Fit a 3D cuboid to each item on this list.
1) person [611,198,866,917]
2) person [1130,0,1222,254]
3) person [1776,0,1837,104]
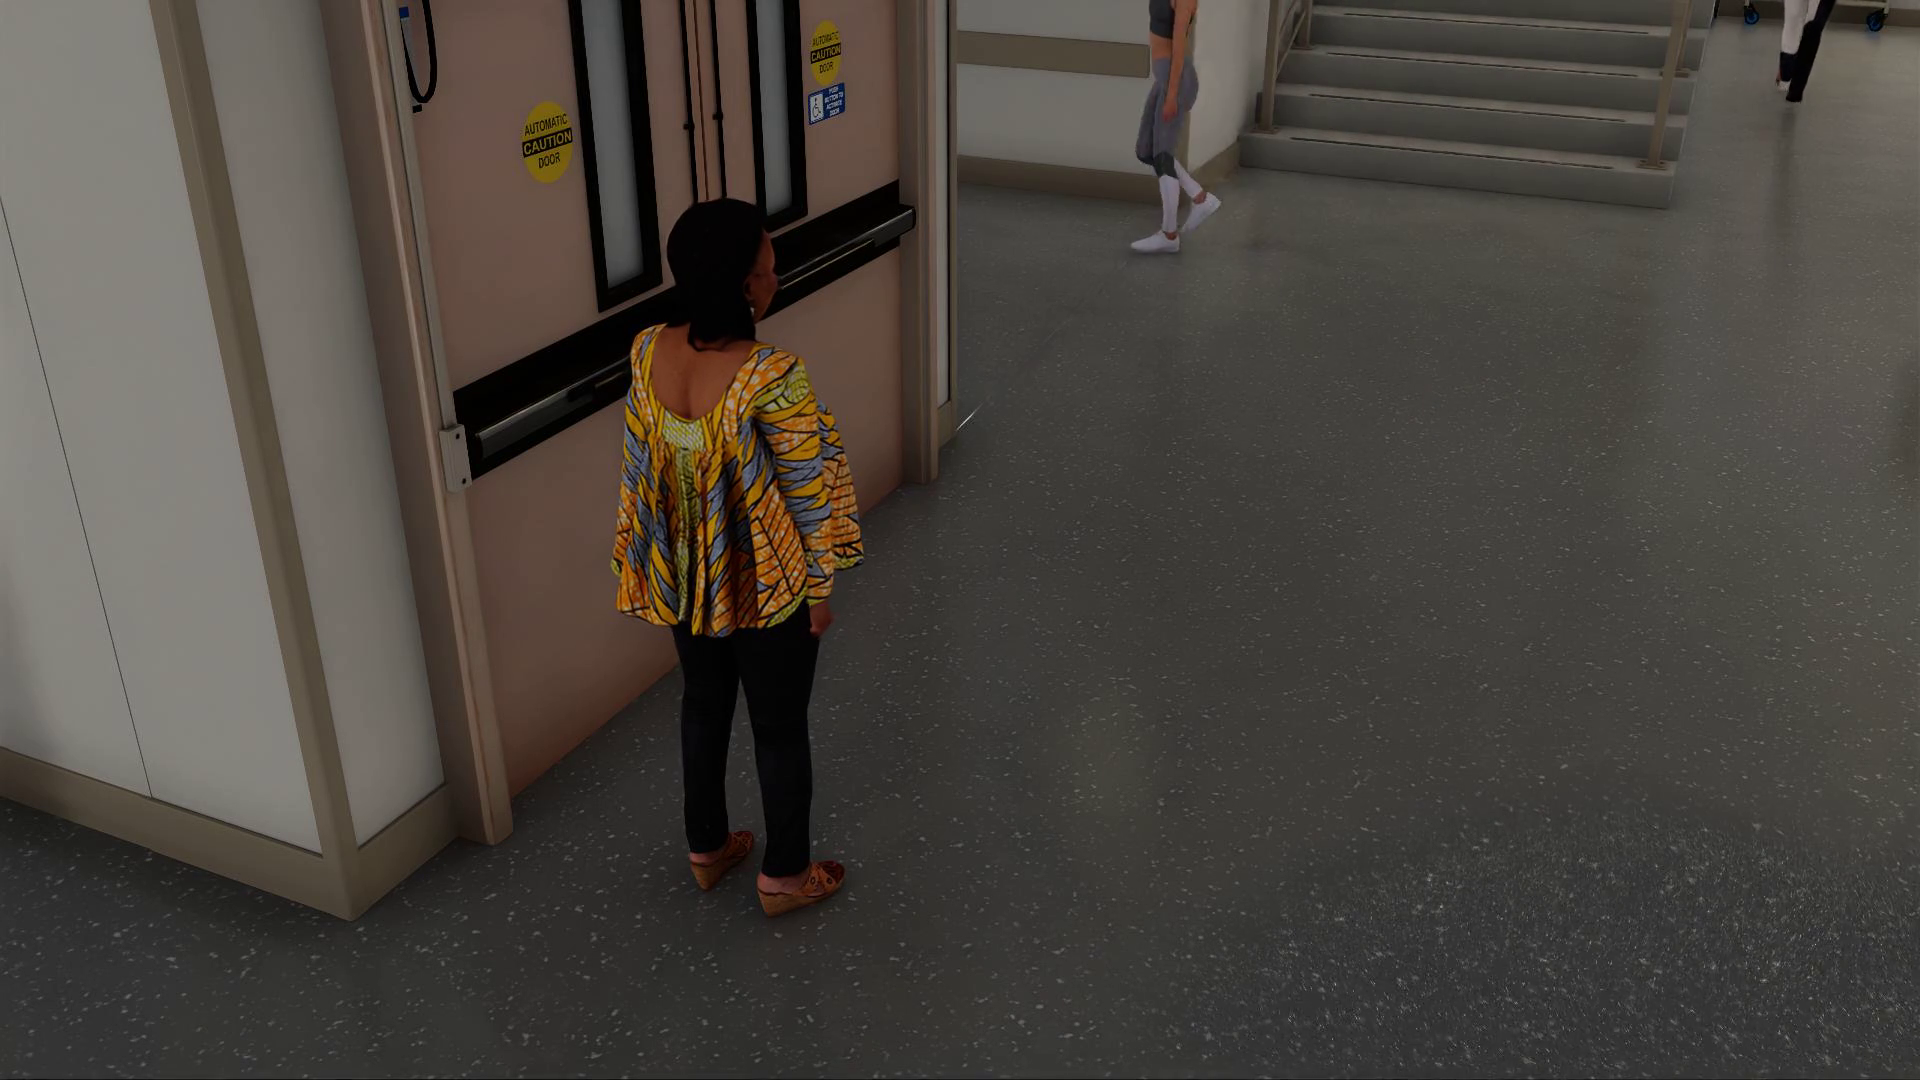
[{"bbox_3d":[-0.488,0.077,3.641,0.756,1.654,0.791,16,30,30],"label":"person"},{"bbox_3d":[1.169,-2.317,8.560,0.830,1.693,0.792,-3,26,-6],"label":"person"},{"bbox_3d":[6.197,-4.077,12.036,0.711,1.843,1.191,12,28,23],"label":"person"}]
